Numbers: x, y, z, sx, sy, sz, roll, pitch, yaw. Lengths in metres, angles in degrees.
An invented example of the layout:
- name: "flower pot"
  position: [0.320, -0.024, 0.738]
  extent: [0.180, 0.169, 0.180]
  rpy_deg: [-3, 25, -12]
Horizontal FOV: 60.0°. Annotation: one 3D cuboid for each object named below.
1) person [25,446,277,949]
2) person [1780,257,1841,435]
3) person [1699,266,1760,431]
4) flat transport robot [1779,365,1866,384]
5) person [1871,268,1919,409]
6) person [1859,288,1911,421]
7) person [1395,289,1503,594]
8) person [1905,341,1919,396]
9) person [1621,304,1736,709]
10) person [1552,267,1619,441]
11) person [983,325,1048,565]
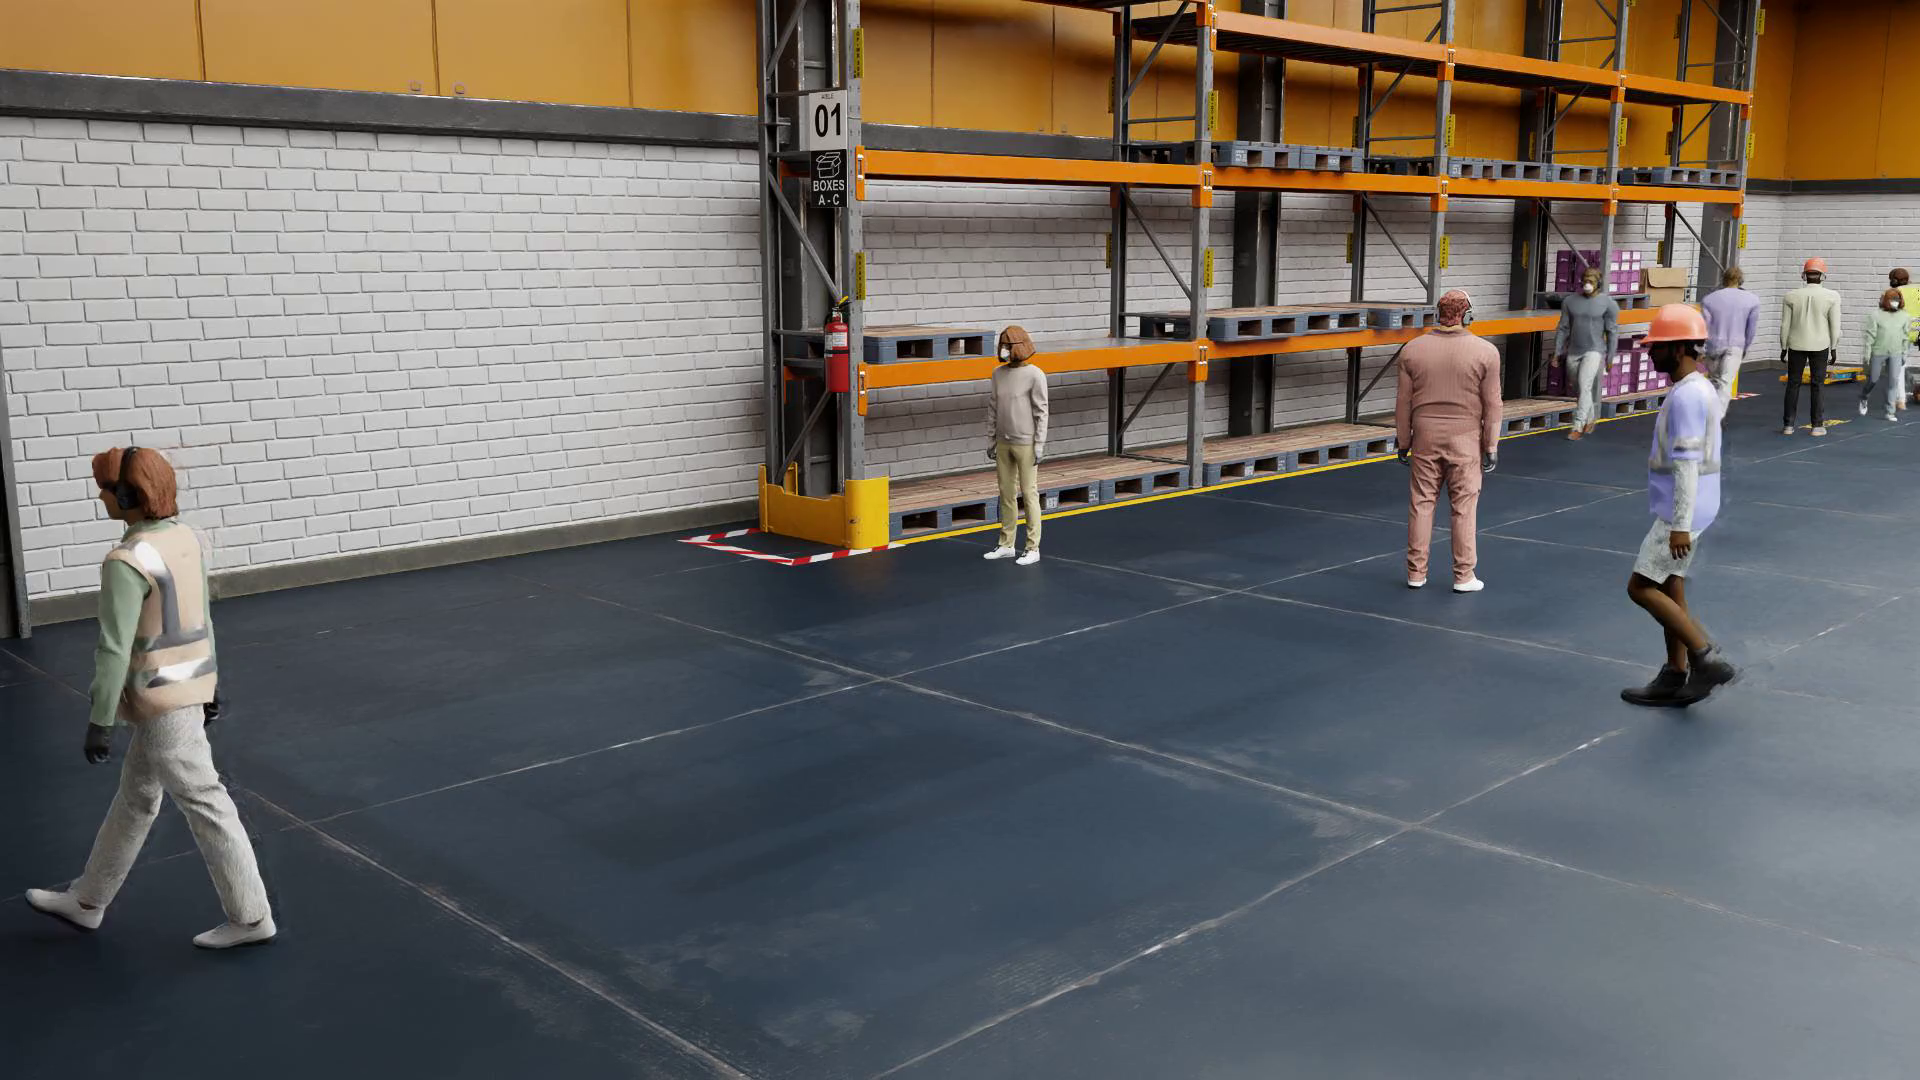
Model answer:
- name: "person"
  position: [-2.563, 0.508, 5.156]
  extent: [0.831, 1.591, 0.541]
  rpy_deg: [-1, 10, -5]
- name: "person"
  position: [9.556, -2.173, 18.718]
  extent: [0.608, 1.996, 0.376]
  rpy_deg: [7, 13, 34]
- name: "person"
  position: [8.882, -2.214, 19.261]
  extent: [0.615, 1.870, 1.094]
  rpy_deg: [6, 12, 29]
- name: "flat transport robot"
  position: [13.180, -2.532, 25.380]
  extent: [1.431, 0.197, 0.652]
  rpy_deg: [-8, 13, -38]
- name: "person"
  position: [12.143, -2.620, 21.637]
  extent: [0.633, 1.816, 0.688]
  rpy_deg: [-2, 11, -11]
- name: "person"
  position: [11.311, -2.279, 20.358]
  extent: [0.508, 1.611, 0.732]
  rpy_deg: [2, 11, 8]
- name: "person"
  position: [3.077, -0.617, 10.476]
  extent: [0.653, 1.906, 0.408]
  rpy_deg: [6, 12, 29]
- name: "person"
  position: [13.743, -2.818, 23.317]
  extent: [0.831, 1.601, 0.508]
  rpy_deg: [0, 10, 1]
- name: "person"
  position: [3.363, -0.139, 7.814]
  extent: [0.453, 1.922, 0.579]
  rpy_deg: [5, 12, 26]
- name: "person"
  position: [6.972, -2.076, 18.475]
  extent: [0.984, 1.902, 0.632]
  rpy_deg: [-10, 15, -44]
- name: "person"
  position: [0.382, -0.648, 11.390]
  extent: [0.264, 1.632, 0.507]
  rpy_deg: [-10, 14, -44]
